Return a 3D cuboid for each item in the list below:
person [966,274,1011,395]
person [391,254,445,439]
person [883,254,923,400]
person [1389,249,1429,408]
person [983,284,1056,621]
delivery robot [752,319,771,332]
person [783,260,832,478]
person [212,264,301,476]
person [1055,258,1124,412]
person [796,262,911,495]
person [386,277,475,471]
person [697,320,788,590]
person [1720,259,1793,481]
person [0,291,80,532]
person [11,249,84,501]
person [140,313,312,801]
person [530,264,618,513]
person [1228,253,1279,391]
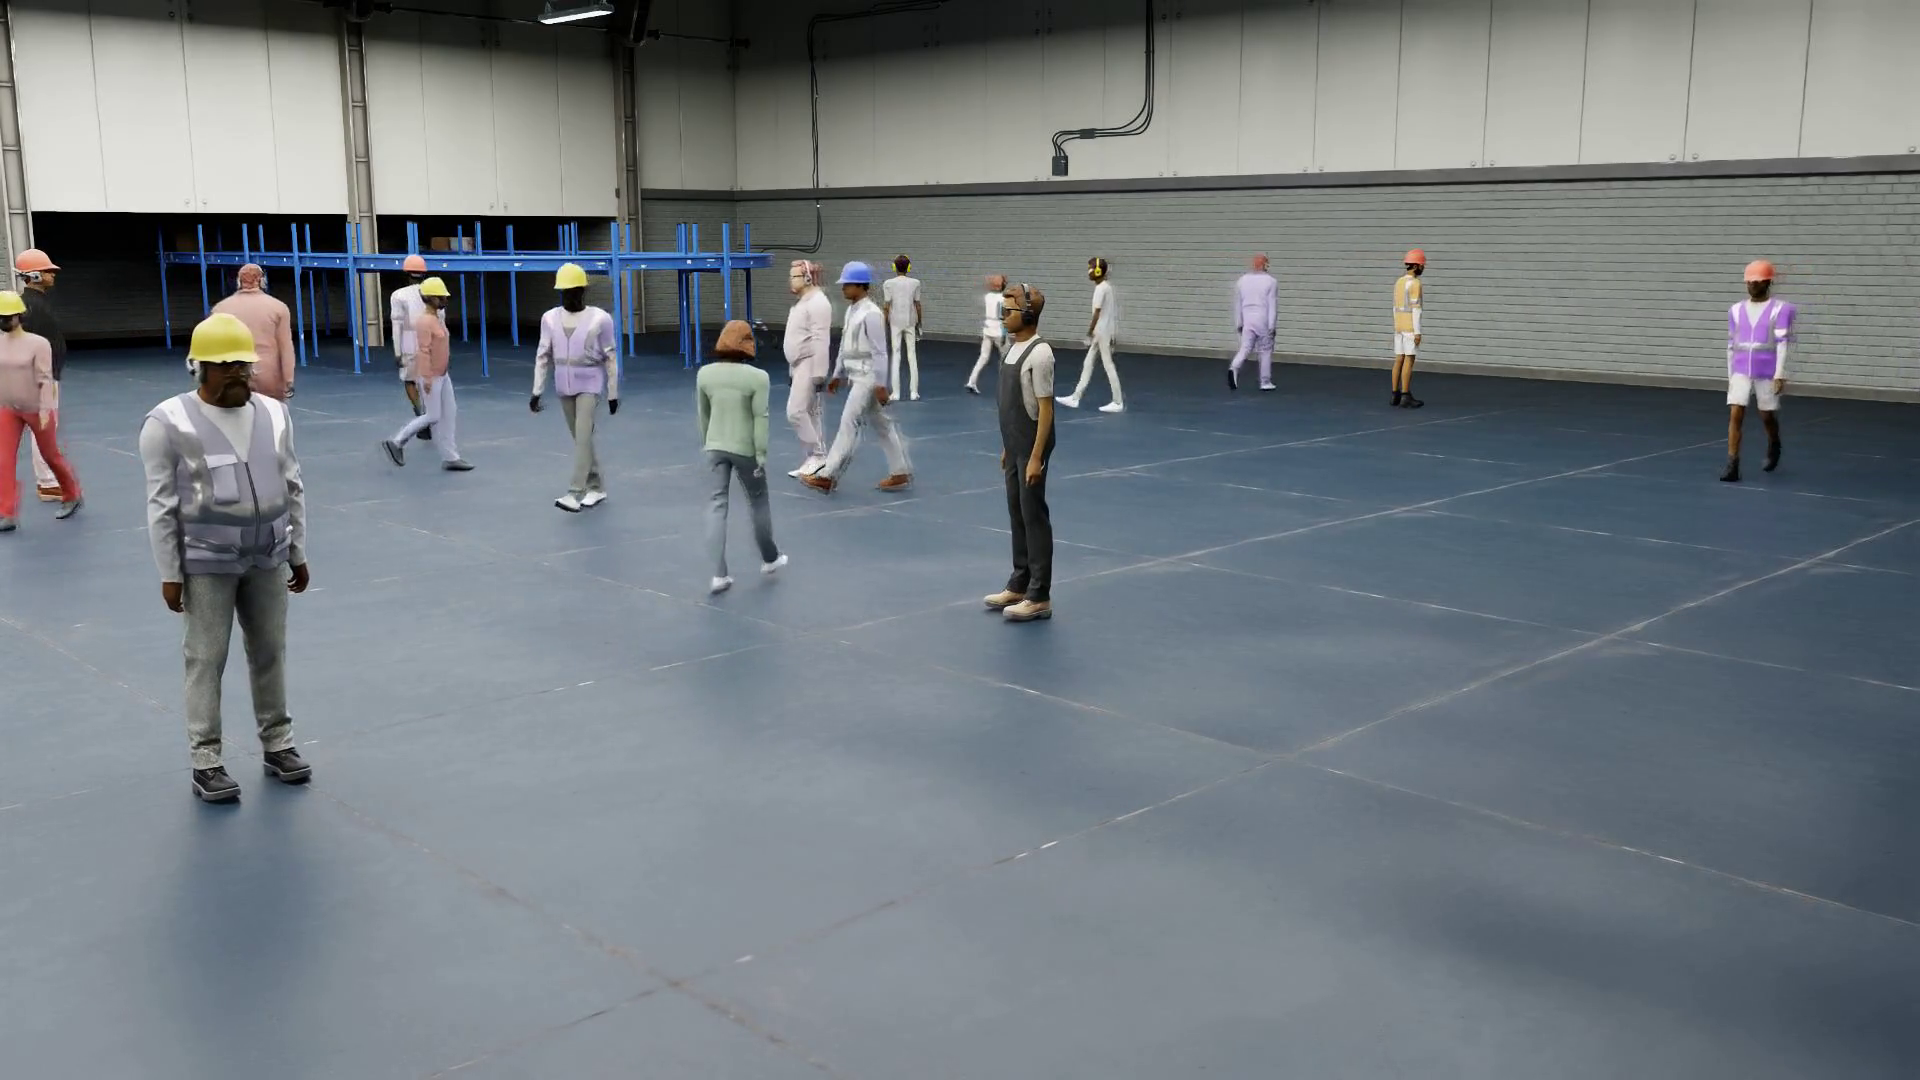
[{"bbox_3d":[0.451,-2.747,22.212,0.856,1.601,0.524,-9,14,-41],"label":"person"},{"bbox_3d":[-5.591,-1.995,17.242,0.550,1.921,0.622,-6,12,-30],"label":"person"},{"bbox_3d":[-0.742,-2.744,21.454,0.520,1.874,0.327,-1,10,-7],"label":"person"},{"bbox_3d":[5.593,-2.629,20.645,0.375,1.935,0.551,-2,11,-12],"label":"person"},{"bbox_3d":[0.351,-0.490,9.232,0.345,1.847,0.504,-3,11,-18],"label":"person"},{"bbox_3d":[-3.766,-4.039,31.257,0.335,0.223,0.698,-6,12,-28],"label":"delivery robot"},{"bbox_3d":[-1.359,-1.472,14.439,0.448,1.894,0.671,-4,11,-19],"label":"person"},{"bbox_3d":[-5.895,-1.373,13.993,0.651,1.859,0.907,-2,11,-12],"label":"person"},{"bbox_3d":[1.571,-2.463,20.023,0.914,1.829,0.558,2,11,8],"label":"person"},{"bbox_3d":[-0.858,-1.320,13.626,1.033,1.886,0.623,-3,11,-15],"label":"person"},{"bbox_3d":[-4.787,-1.488,14.960,0.667,1.746,0.527,0,10,2],"label":"person"},{"bbox_3d":[-1.337,-0.533,10.152,0.505,1.598,0.796,3,11,15],"label":"person"},{"bbox_3d":[6.973,-1.492,14.540,0.546,1.915,0.884,10,14,42],"label":"person"},{"bbox_3d":[-6.825,-0.966,12.173,0.520,1.716,0.916,0,10,1],"label":"person"},{"bbox_3d":[-7.369,-1.329,13.392,0.375,1.997,0.611,-6,12,-31],"label":"person"},{"bbox_3d":[-2.753,0.058,6.314,0.403,1.824,0.596,8,13,38],"label":"person"},{"bbox_3d":[-2.985,-1.154,12.750,0.612,1.880,0.950,4,11,18],"label":"person"},{"bbox_3d":[4.016,-2.963,22.646,0.651,1.879,0.834,9,14,41],"label":"person"}]
